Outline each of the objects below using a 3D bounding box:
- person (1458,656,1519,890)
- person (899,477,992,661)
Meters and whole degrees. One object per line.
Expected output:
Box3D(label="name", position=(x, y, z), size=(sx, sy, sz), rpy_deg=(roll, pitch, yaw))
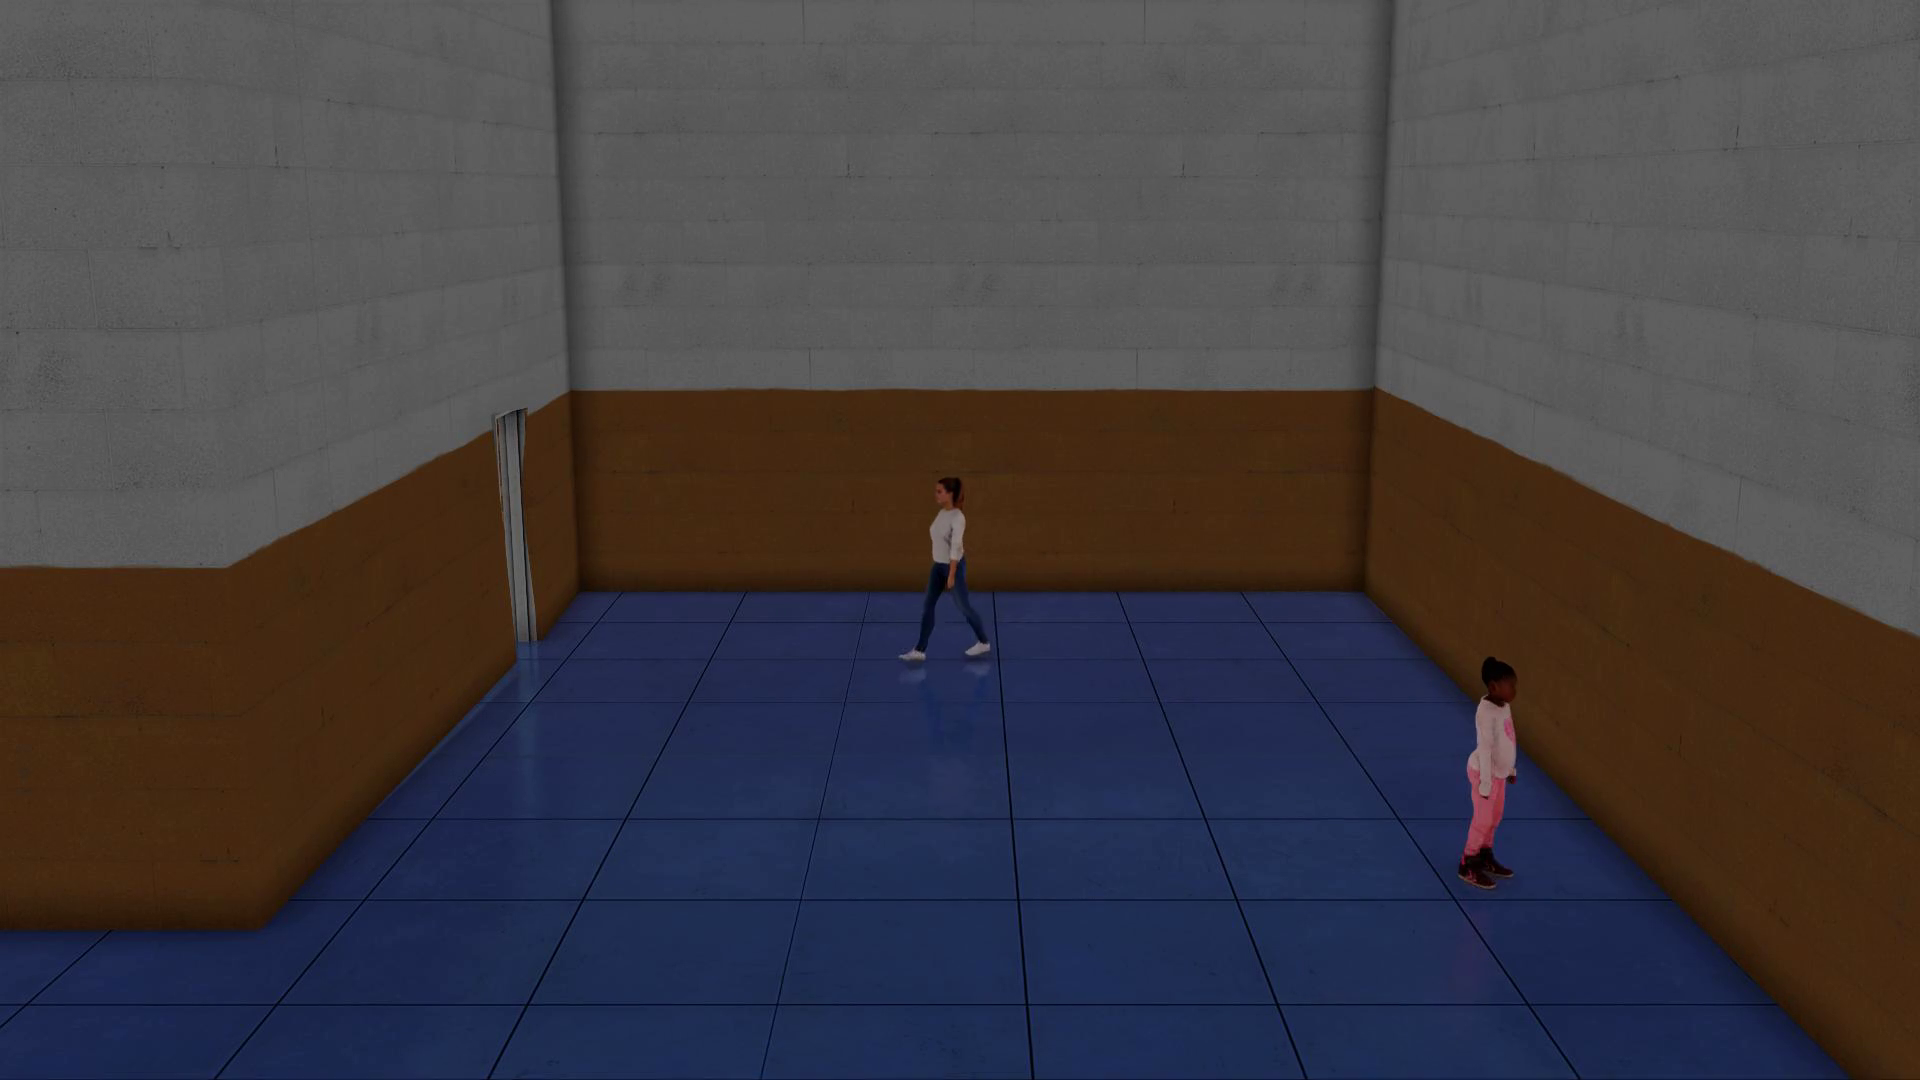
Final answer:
Box3D(label="person", position=(3.268, 1.421, 10.326), size=(0.707, 1.449, 0.681), rpy_deg=(7, 14, 31))
Box3D(label="person", position=(-0.013, 0.298, 15.113), size=(1.206, 1.674, 0.956), rpy_deg=(-6, 13, -25))
